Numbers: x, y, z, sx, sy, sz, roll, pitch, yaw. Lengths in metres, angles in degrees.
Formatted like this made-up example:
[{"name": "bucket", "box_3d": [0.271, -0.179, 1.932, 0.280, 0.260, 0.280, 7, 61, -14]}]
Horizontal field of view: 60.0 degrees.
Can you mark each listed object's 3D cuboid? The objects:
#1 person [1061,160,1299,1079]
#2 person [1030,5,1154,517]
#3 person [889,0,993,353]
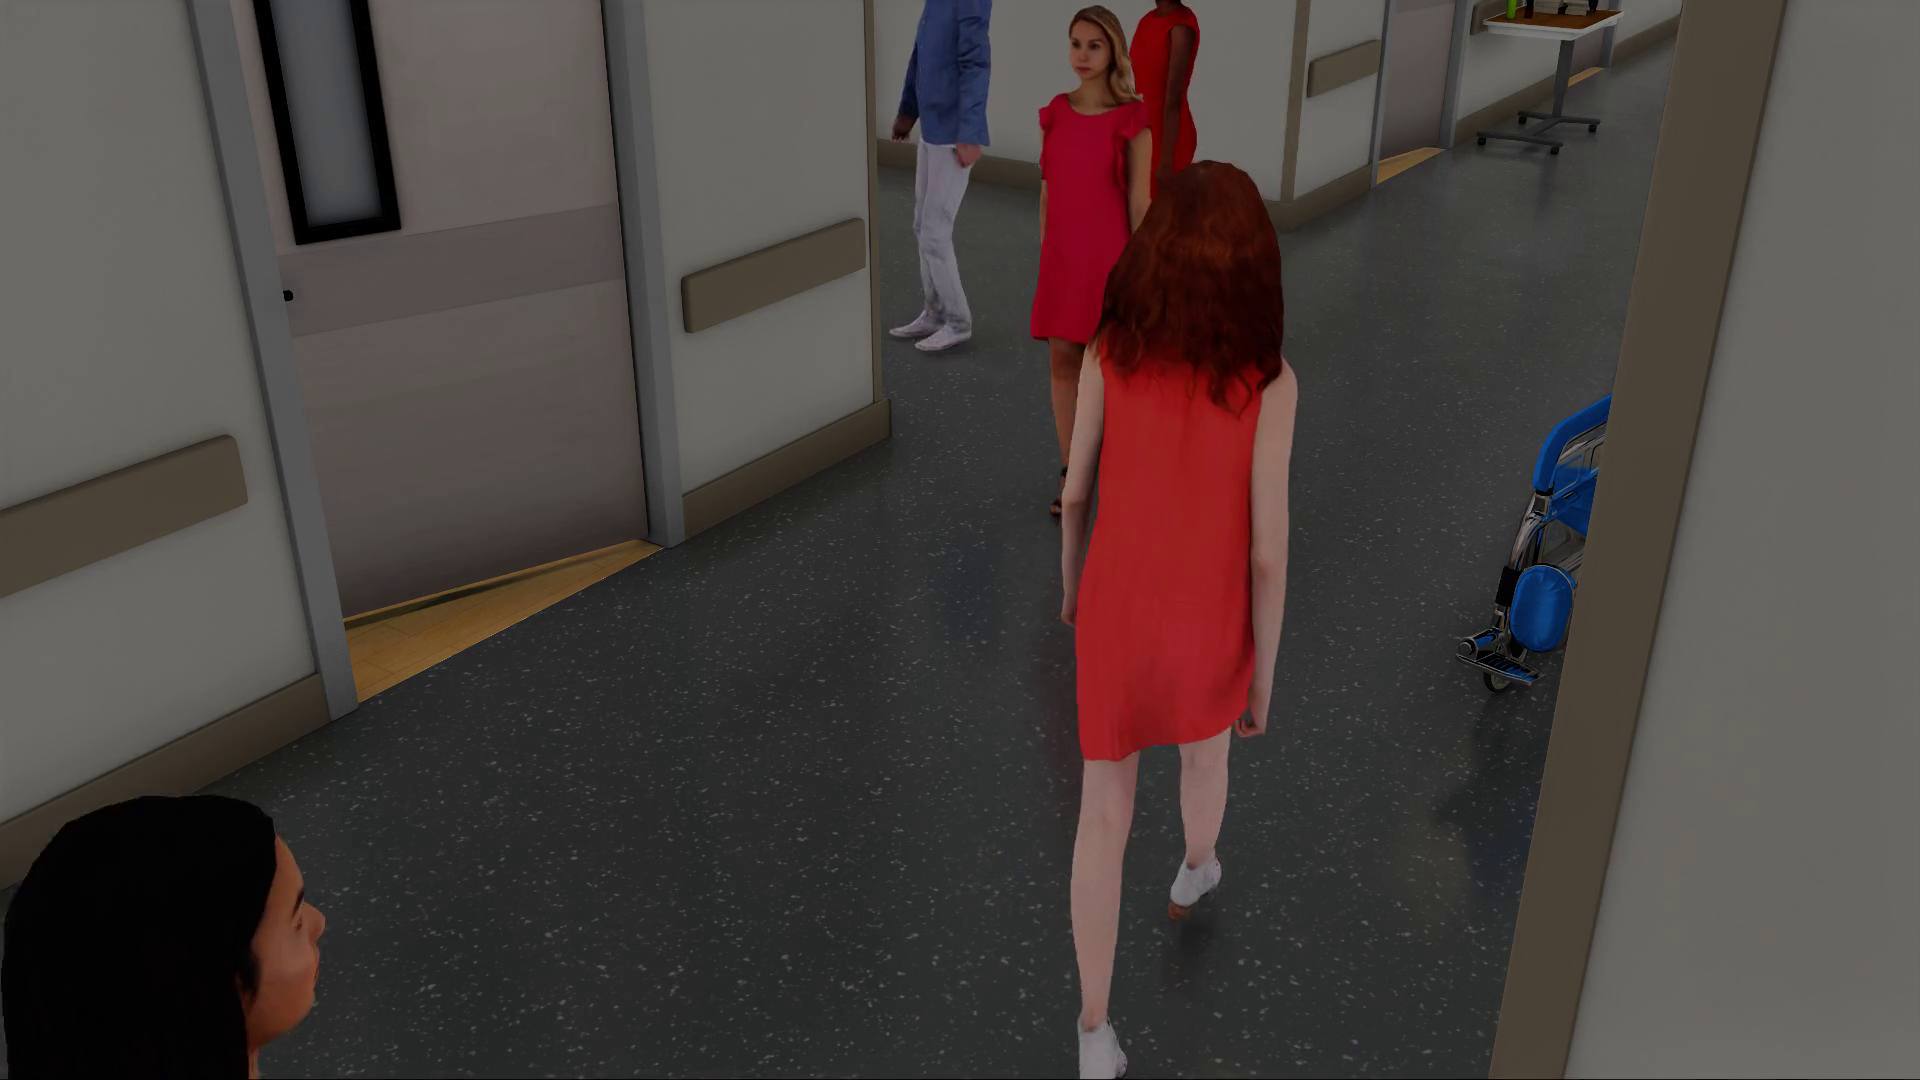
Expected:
[{"name": "person", "box_3d": [0.354, 0.254, 3.112, 0.847, 1.776, 1.201, 9, 27, 17]}, {"name": "person", "box_3d": [0.491, -0.940, 5.665, 0.602, 1.710, 0.871, 15, 30, 29]}, {"name": "person", "box_3d": [-0.018, -1.782, 7.210, 0.842, 1.884, 0.801, -8, 27, -17]}]
